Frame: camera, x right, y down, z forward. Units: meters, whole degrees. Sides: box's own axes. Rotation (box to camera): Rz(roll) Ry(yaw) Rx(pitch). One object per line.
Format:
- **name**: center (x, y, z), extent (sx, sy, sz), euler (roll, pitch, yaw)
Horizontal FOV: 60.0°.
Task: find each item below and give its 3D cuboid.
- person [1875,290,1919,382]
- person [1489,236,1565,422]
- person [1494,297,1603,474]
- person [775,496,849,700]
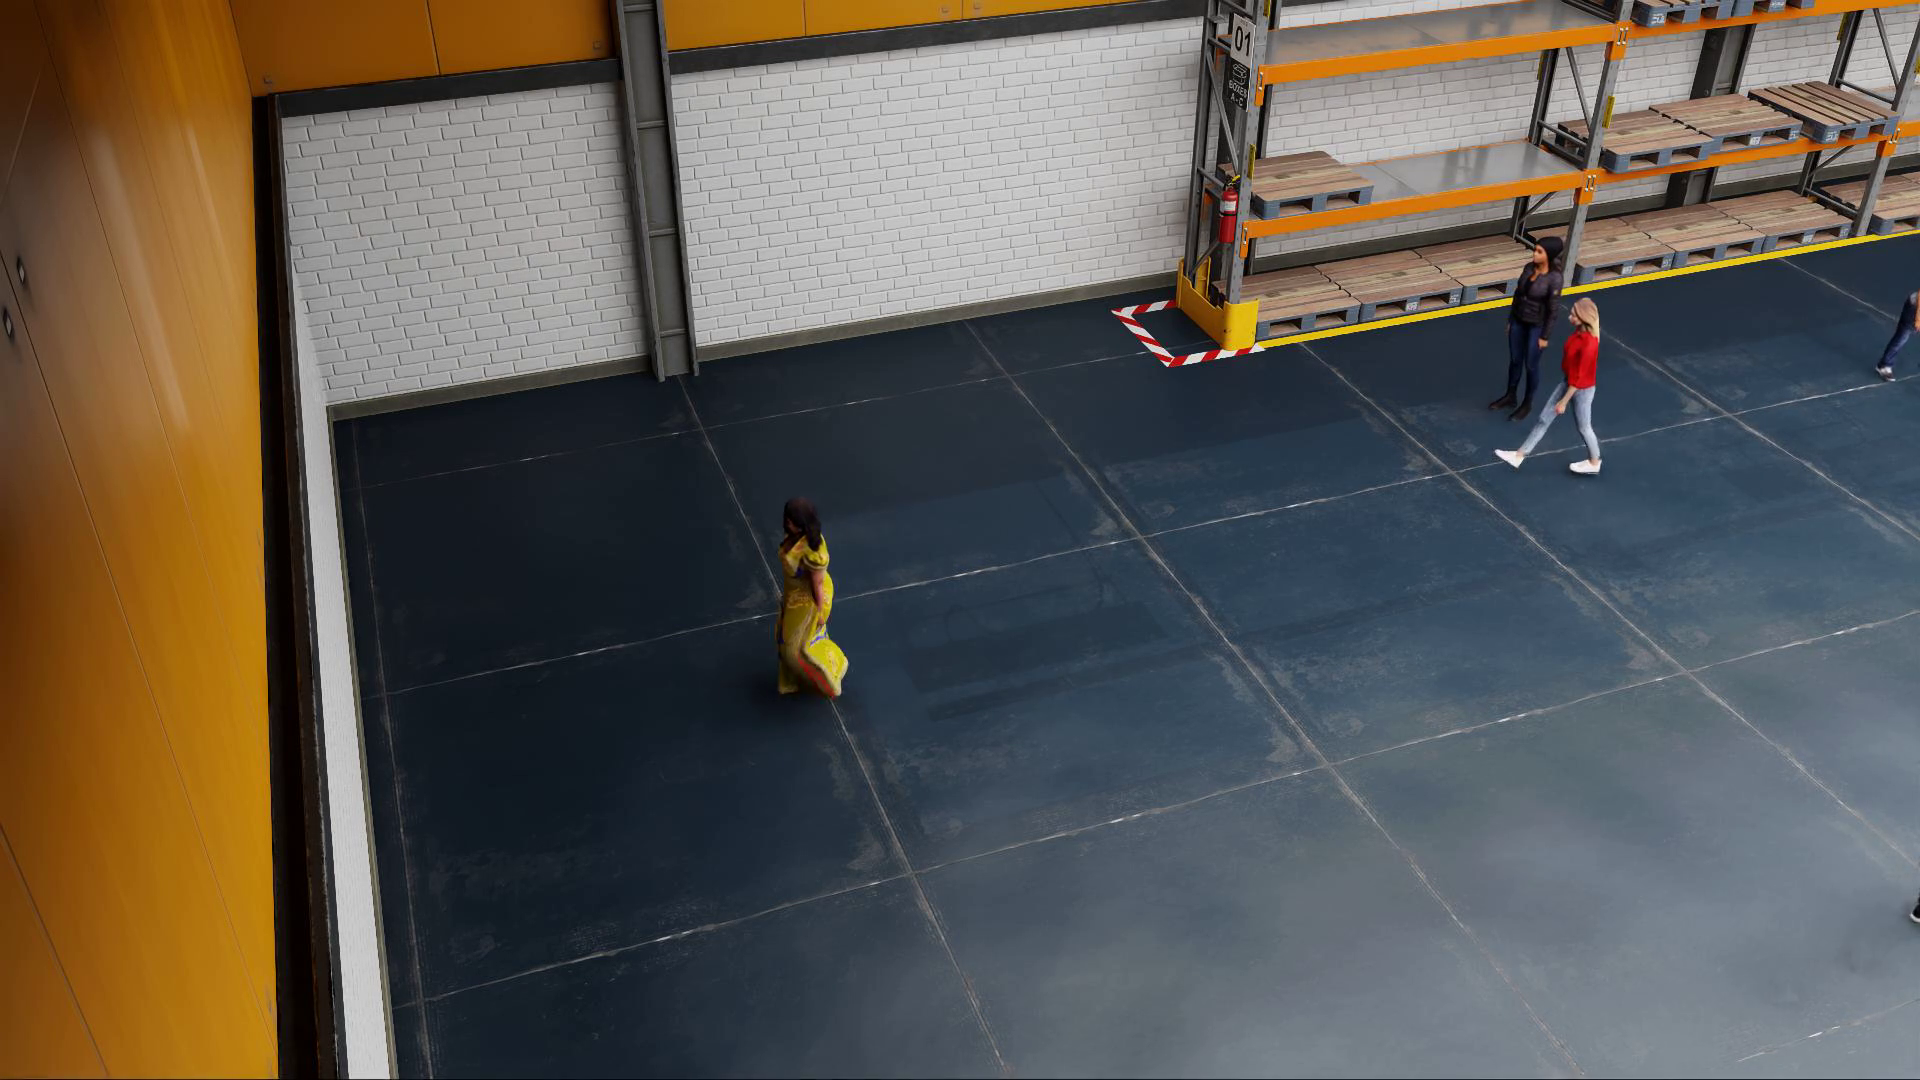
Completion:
- **person**: center (8.948, -2.171, 15.541), extent (0.958, 1.526, 0.741), euler (-4, 34, -6)
- **person**: center (5.135, -1.909, 14.947), extent (0.592, 1.746, 0.651), euler (-16, 37, -23)
- **person**: center (5.271, -1.228, 14.010), extent (1.227, 1.649, 0.936), euler (3, 34, 4)
- **person**: center (-0.986, 0.399, 11.565), extent (0.780, 1.647, 0.775), euler (-14, 36, -20)
